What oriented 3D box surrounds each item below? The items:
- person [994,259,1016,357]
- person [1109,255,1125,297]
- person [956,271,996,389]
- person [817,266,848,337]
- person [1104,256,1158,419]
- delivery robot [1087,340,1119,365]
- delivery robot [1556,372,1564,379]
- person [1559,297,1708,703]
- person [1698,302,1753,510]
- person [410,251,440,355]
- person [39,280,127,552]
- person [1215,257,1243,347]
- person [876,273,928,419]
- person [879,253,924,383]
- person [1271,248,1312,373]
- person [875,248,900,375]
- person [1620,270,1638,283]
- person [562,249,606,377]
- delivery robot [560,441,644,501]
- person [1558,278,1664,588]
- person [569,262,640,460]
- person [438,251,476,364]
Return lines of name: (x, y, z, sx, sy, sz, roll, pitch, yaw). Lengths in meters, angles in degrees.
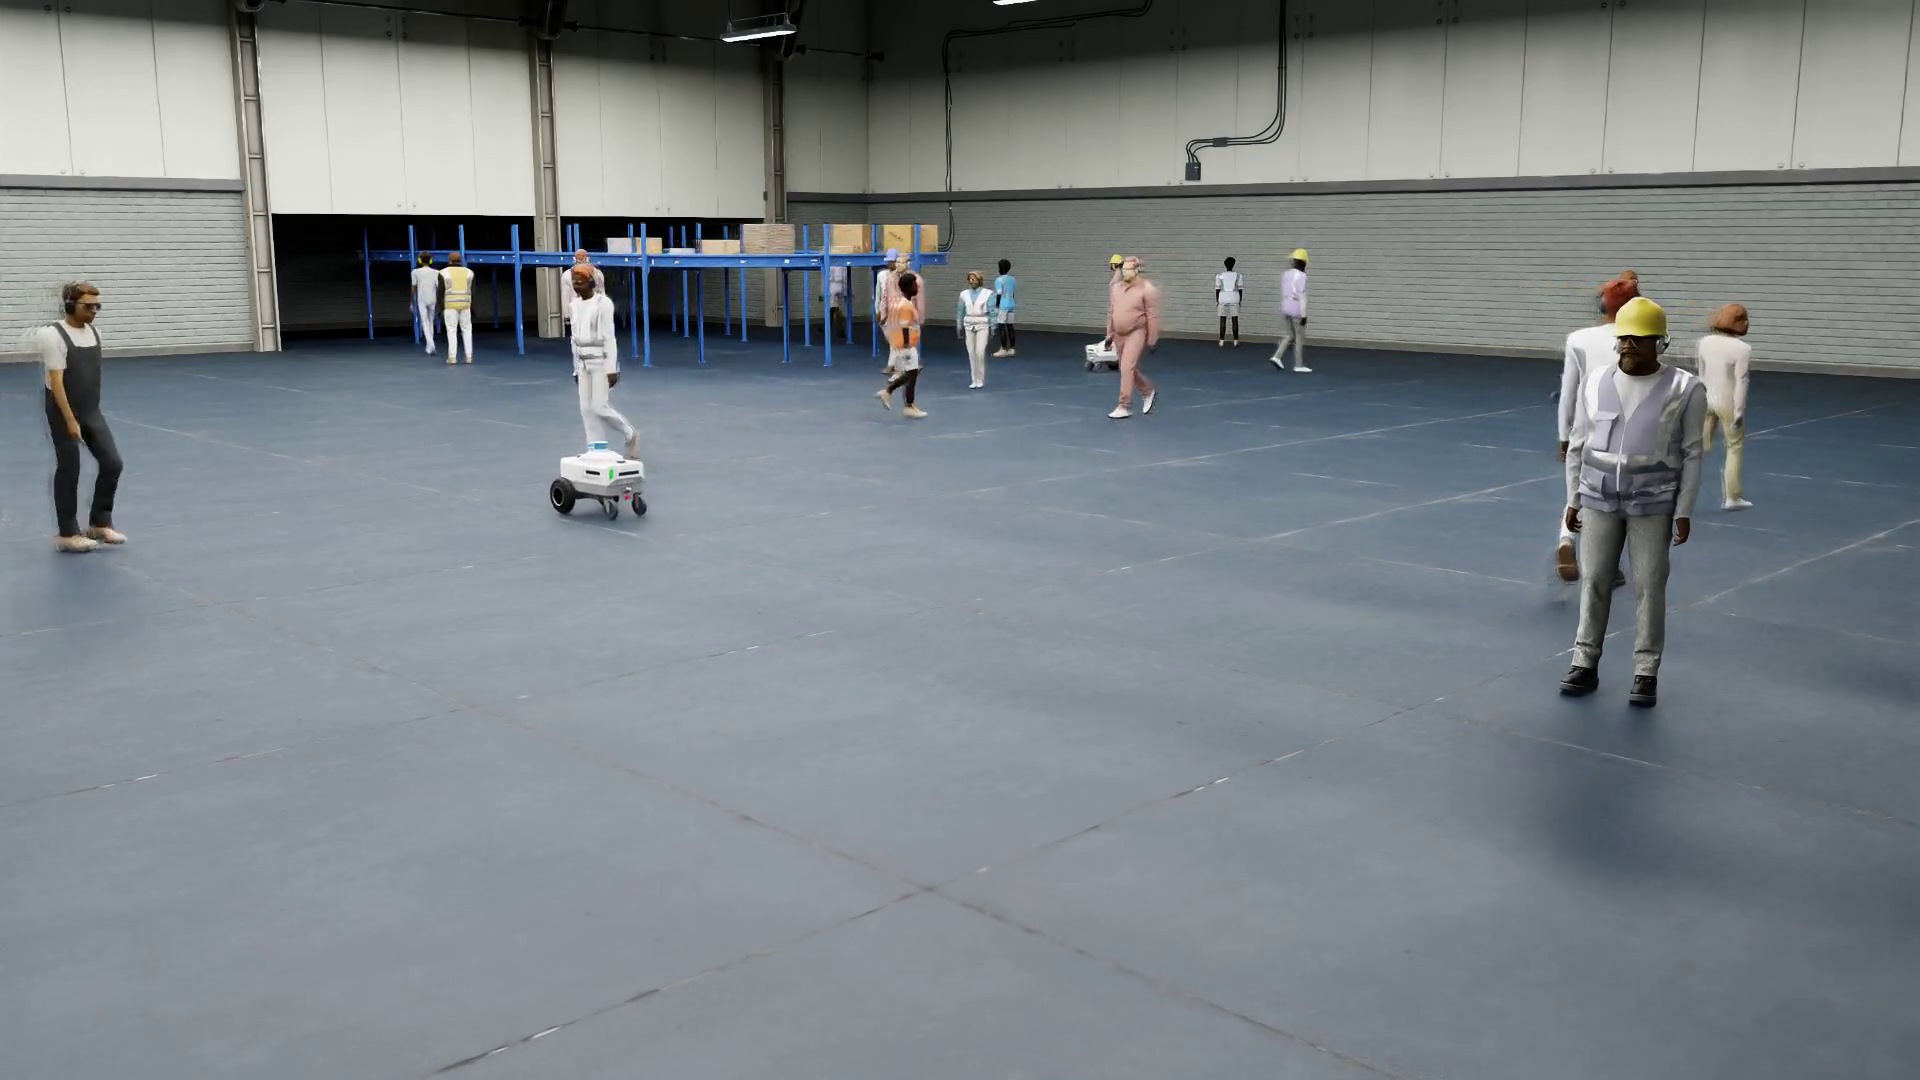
person: (0.778, -4.055, 29.079, 0.317, 1.695, 0.540, 8, 13, 36)
person: (2.771, -4.150, 29.411, 0.312, 1.769, 0.522, 3, 11, 15)
person: (0.193, -2.884, 22.886, 0.544, 1.619, 0.561, 4, 11, 22)
person: (-2.661, -5.194, 34.785, 0.986, 1.885, 0.563, 9, 14, 40)
person: (2.045, -2.391, 19.536, 0.872, 1.875, 0.639, -9, 14, -40)
delivery robot: (2.340, -2.951, 26.025, 0.707, 0.478, 0.477, -5, 11, -28)
delivery robot: (7.852, -2.152, 20.968, 0.699, 0.223, 0.335, -5, 11, -23)
person: (3.050, -0.183, 7.591, 0.591, 1.833, 0.403, 8, 13, 36)
person: (5.831, -1.027, 12.813, 0.698, 1.608, 0.504, -5, 12, -25)
person: (-9.510, -4.228, 29.649, 0.523, 1.841, 0.867, -6, 12, -29)
person: (-5.881, -0.818, 11.118, 0.562, 1.814, 0.509, 3, 11, 17)
person: (5.123, -4.533, 31.681, 0.534, 1.697, 0.322, 2, 11, 9)
person: (-0.664, -2.251, 19.275, 0.521, 1.677, 0.540, 0, 10, -1)
person: (-0.807, -3.246, 24.208, 0.639, 1.866, 0.946, 8, 13, 36)
person: (5.172, -3.543, 25.717, 0.546, 1.911, 0.610, -4, 11, -20)
person: (-0.998, -3.530, 25.599, 0.615, 1.920, 0.895, 5, 12, 26)
person: (9.144, -2.890, 22.900, 0.268, 1.631, 0.507, -3, 11, -18)
person: (-5.623, -3.397, 24.917, 0.636, 1.911, 0.405, -3, 11, -17)
delivery robot: (-2.742, -0.514, 12.736, 0.707, 0.478, 0.477, 10, 14, 42)
person: (3.836, -0.620, 9.898, 0.585, 1.870, 0.646, 8, 13, 38)
person: (-3.232, -1.563, 15.009, 0.611, 1.870, 0.562, 9, 13, 39)
person: (-8.338, -3.851, 27.574, 0.631, 1.841, 0.429, -7, 13, -34)
